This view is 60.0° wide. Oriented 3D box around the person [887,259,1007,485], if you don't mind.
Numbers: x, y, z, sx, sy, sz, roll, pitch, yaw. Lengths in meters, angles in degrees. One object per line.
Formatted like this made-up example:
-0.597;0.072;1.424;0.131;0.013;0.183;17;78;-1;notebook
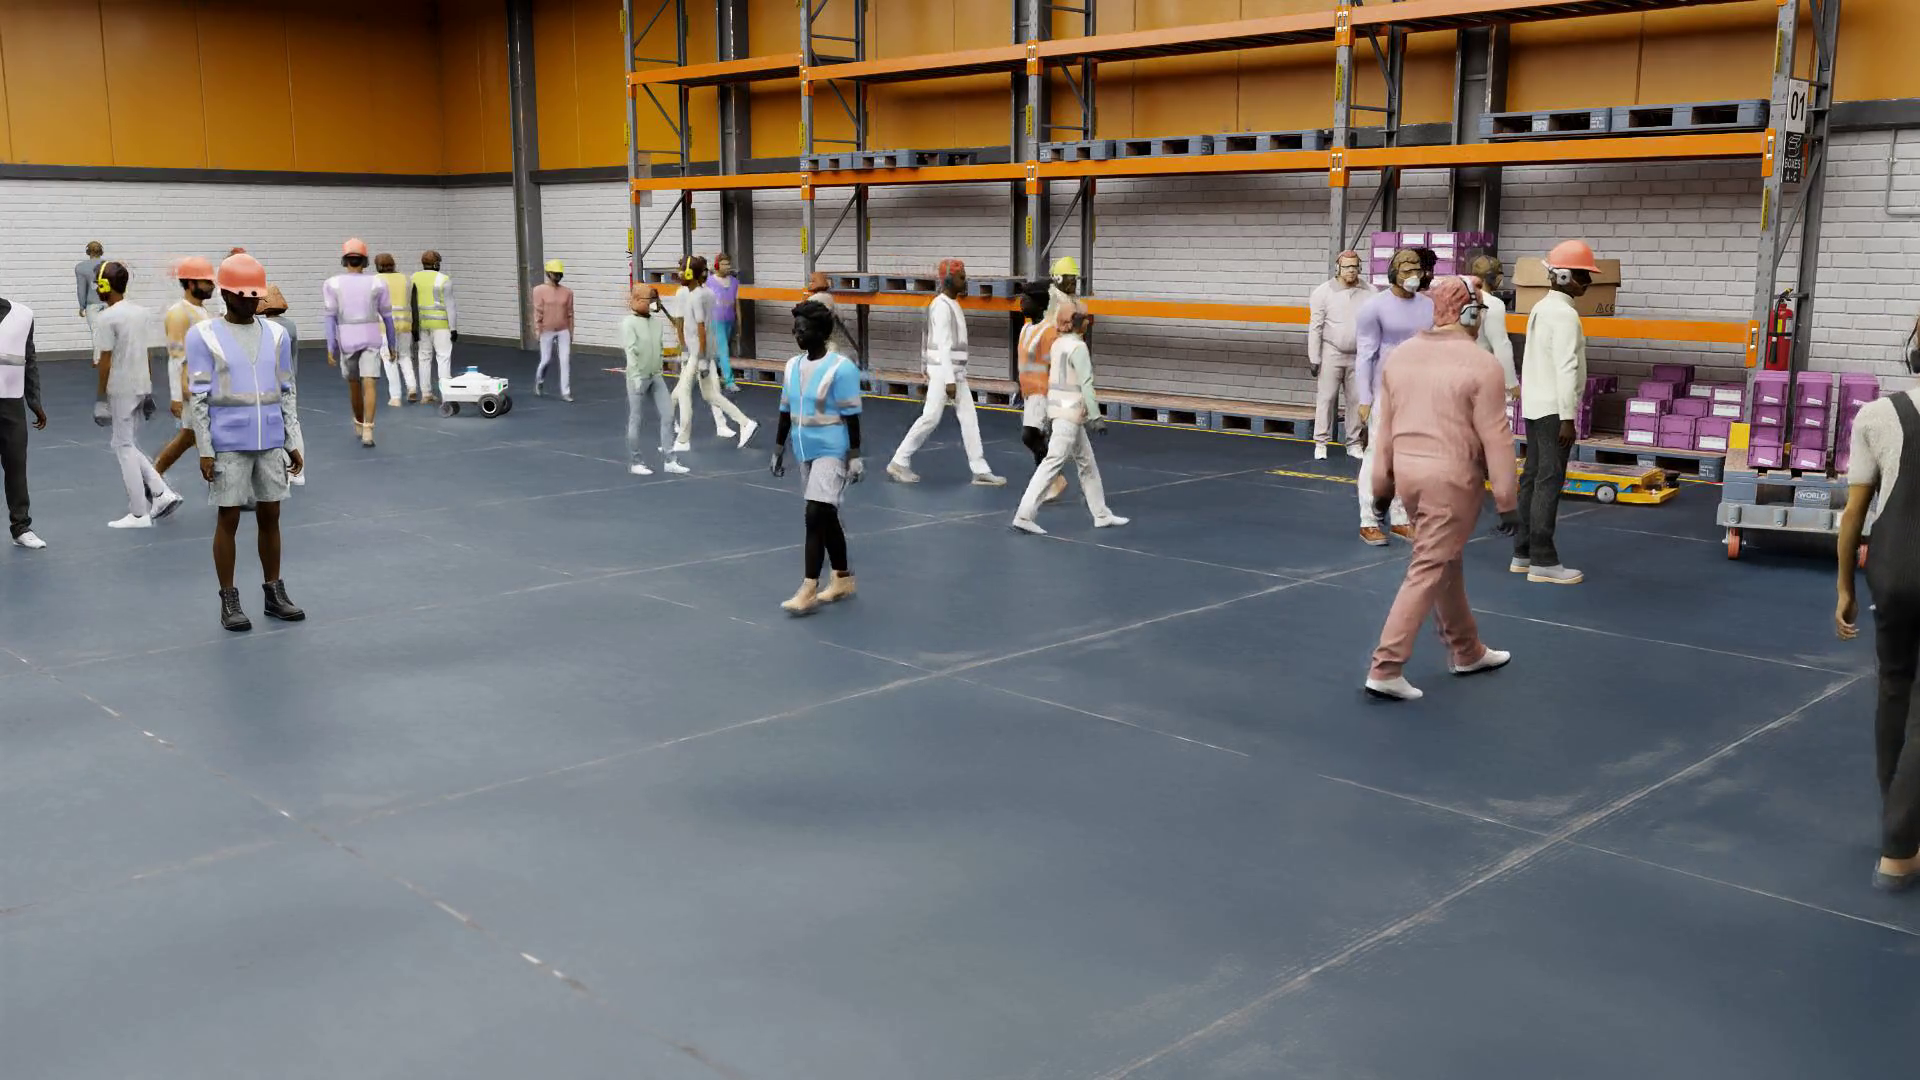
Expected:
-0.138;-1.353;13.497;0.985;1.844;0.584;3;11;15;person

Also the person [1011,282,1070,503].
0.578;-1.088;12.475;0.362;1.680;0.541;-3;11;-17;person

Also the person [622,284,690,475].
-2.572;-1.333;13.987;0.604;1.617;0.509;7;13;35;person

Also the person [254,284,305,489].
-5.472;-1.221;13.312;0.274;1.632;0.507;2;11;12;person

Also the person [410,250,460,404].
-6.323;-2.556;20.032;0.633;1.839;0.429;3;11;15;person

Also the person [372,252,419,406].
-6.743;-2.494;19.751;0.635;1.824;0.432;-9;14;-41;person

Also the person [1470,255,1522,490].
3.885;-1.190;12.502;1.068;1.883;0.645;-1;10;-6;person

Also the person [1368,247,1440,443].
3.632;-1.359;13.252;0.857;1.922;0.609;-1;10;-5;person

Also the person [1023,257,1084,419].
0.955;-1.811;16.018;0.587;1.820;0.607;8;13;39;person

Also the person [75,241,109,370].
-12.990;-3.538;25.120;0.629;1.940;0.373;-10;14;-43;person

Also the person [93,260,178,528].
-5.781;-0.988;11.461;0.382;1.855;0.509;0;10;1;person

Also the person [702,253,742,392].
-3.152;-2.851;21.783;0.952;1.798;0.569;10;14;43;person

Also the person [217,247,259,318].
-10.549;-3.355;24.353;0.614;1.848;0.445;-1;10;-7;person

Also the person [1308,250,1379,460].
3.462;-1.657;15.007;0.658;1.894;0.413;-2;11;-9;person

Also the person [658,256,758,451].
-2.377;-1.741;15.627;0.877;1.839;0.519;-1;10;-4;person

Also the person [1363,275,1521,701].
2.149;-0.233;7.344;1.009;1.856;0.671;-6;12;-28;person

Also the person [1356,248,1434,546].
2.875;-0.935;10.919;0.638;1.938;0.356;-4;11;-23;person

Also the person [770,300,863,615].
-0.832;-0.441;8.932;0.727;1.665;0.555;-10;14;-44;person

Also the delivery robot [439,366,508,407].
-5.436;-1.698;18.584;0.707;0.478;0.477;0;10;0;delivery robot

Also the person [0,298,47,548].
-6.196;-0.873;10.654;0.392;1.914;0.587;9;14;41;person

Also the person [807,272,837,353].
-1.668;-2.437;20.086;0.872;1.588;0.520;7;13;34;person

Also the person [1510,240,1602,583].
3.499;-0.752;9.775;0.392;1.990;0.614;0;10;2;person

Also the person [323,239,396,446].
-5.822;-1.920;16.177;0.633;1.986;1.075;-3;11;-18;person

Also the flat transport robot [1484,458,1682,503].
4.803;-0.478;12.978;1.431;0.197;0.652;8;13;36;flat transport robot

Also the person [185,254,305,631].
-3.671;-0.504;8.603;0.371;1.928;0.543;9;14;40;person

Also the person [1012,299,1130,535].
0.738;-0.828;11.296;0.873;1.595;0.514;-2;11;-10;person

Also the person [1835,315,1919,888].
3.144;0.152;5.324;0.844;1.808;0.532;-10;15;-44;person

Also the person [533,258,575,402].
-4.981;-2.568;20.351;0.533;1.743;0.665;-7;12;-32;person

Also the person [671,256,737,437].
-2.695;-1.967;16.884;0.982;1.825;0.555;9;14;40;person

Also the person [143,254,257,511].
-5.641;-1.134;12.160;0.993;1.896;0.558;-1;10;-4;person
